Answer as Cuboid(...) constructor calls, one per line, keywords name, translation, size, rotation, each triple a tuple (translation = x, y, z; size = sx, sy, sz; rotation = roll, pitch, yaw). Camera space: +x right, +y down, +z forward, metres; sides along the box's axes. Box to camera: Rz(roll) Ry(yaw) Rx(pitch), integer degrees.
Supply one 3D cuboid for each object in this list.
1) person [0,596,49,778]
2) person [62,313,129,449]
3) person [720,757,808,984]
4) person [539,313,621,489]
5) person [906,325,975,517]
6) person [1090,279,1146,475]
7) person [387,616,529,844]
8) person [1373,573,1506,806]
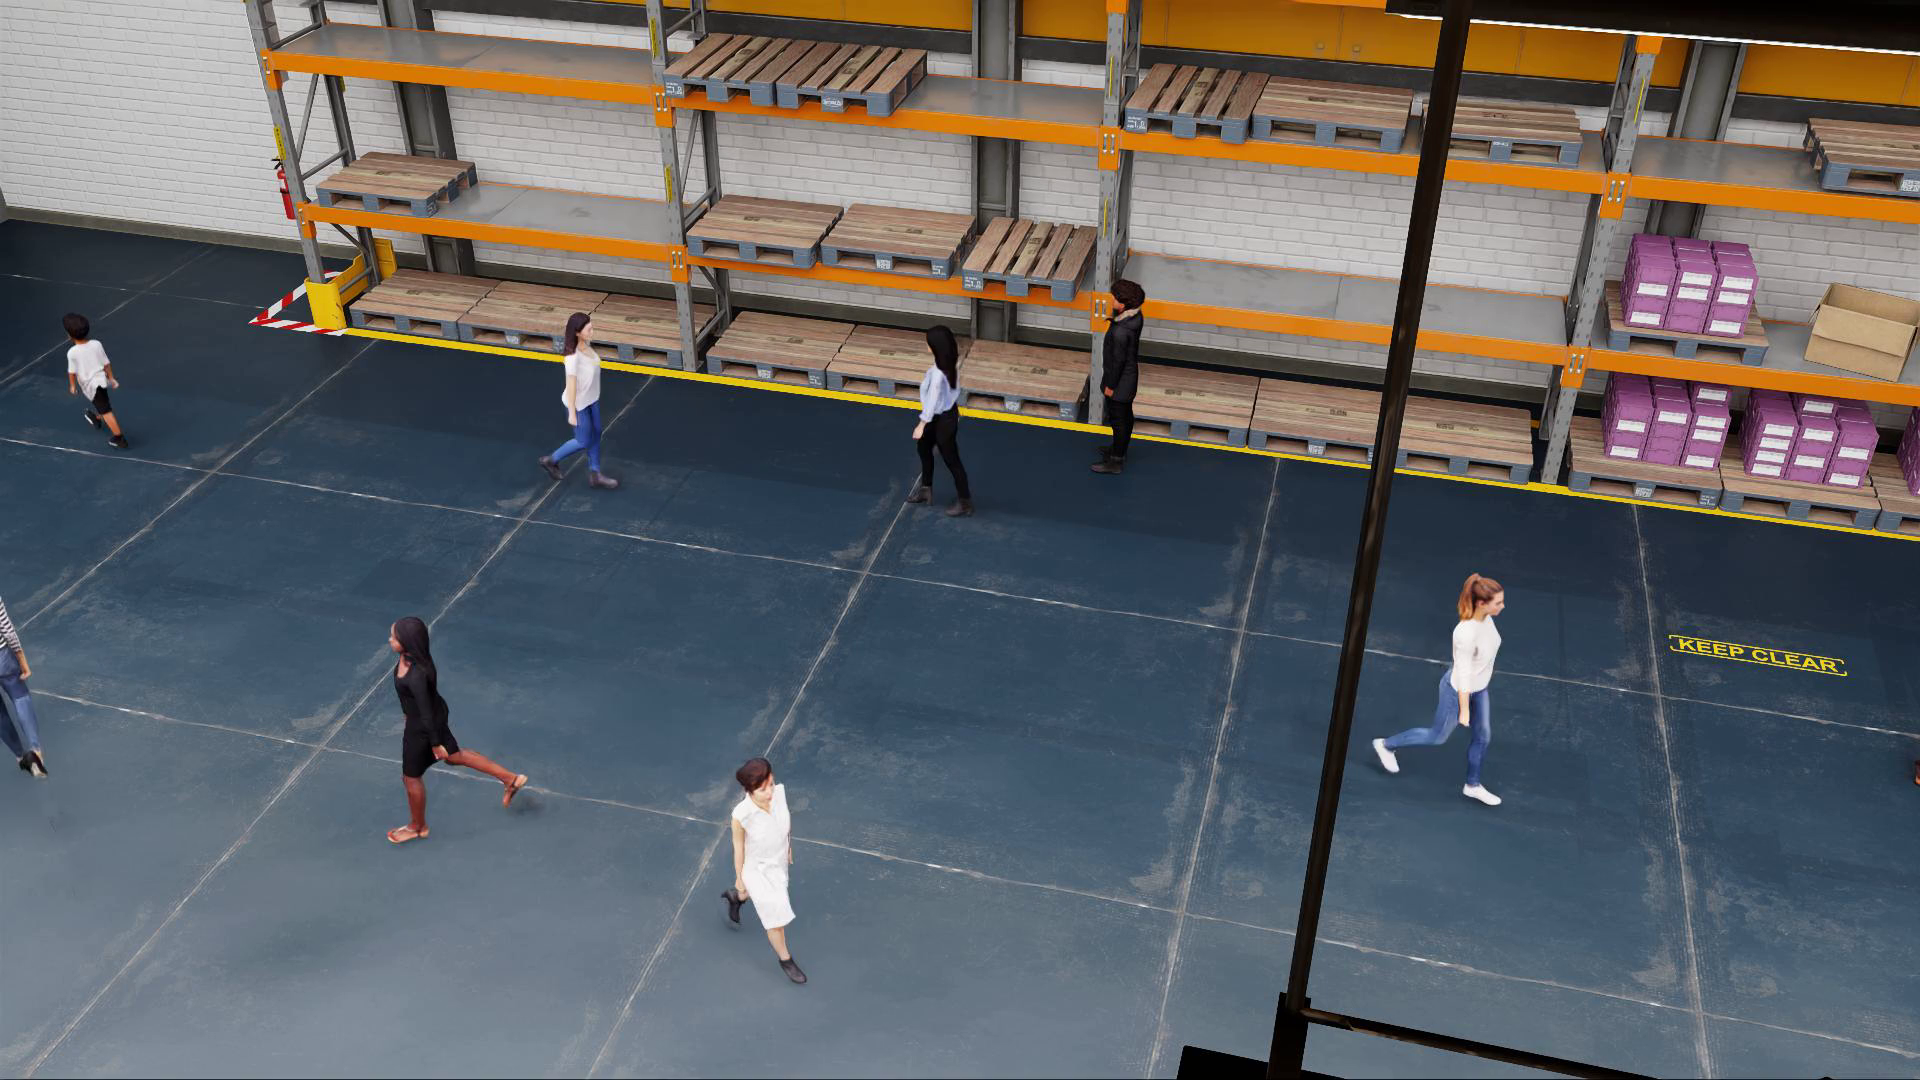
Cuboid(name="person", translation=(-6.247, 0.887, 10.727), size=(0.843, 1.784, 0.924), rotation=(-22, 39, -29))
Cuboid(name="person", translation=(-7.577, -1.372, 14.631), size=(0.915, 1.224, 0.647), rotation=(19, 38, 26))
Cuboid(name="person", translation=(-1.164, 1.834, 9.529), size=(1.040, 1.532, 0.799), rotation=(24, 41, 32))
Cuboid(name="person", translation=(-3.248, -1.128, 13.873), size=(0.921, 1.656, 0.698), rotation=(3, 34, 5))
Cuboid(name="person", translation=(-0.040, -0.919, 13.500), size=(0.848, 1.722, 0.700), rotation=(4, 34, 6))
Cuboid(name="person", translation=(1.379, -1.399, 14.168), size=(0.620, 1.781, 0.631), rotation=(11, 35, 17))
Cuboid(name="person", translation=(-3.242, 1.158, 10.403), size=(1.221, 1.691, 1.021), rotation=(-10, 35, -15))
Cuboid(name="person", translation=(3.147, 0.956, 10.708), size=(1.184, 1.690, 0.913), rotation=(24, 41, 32))
